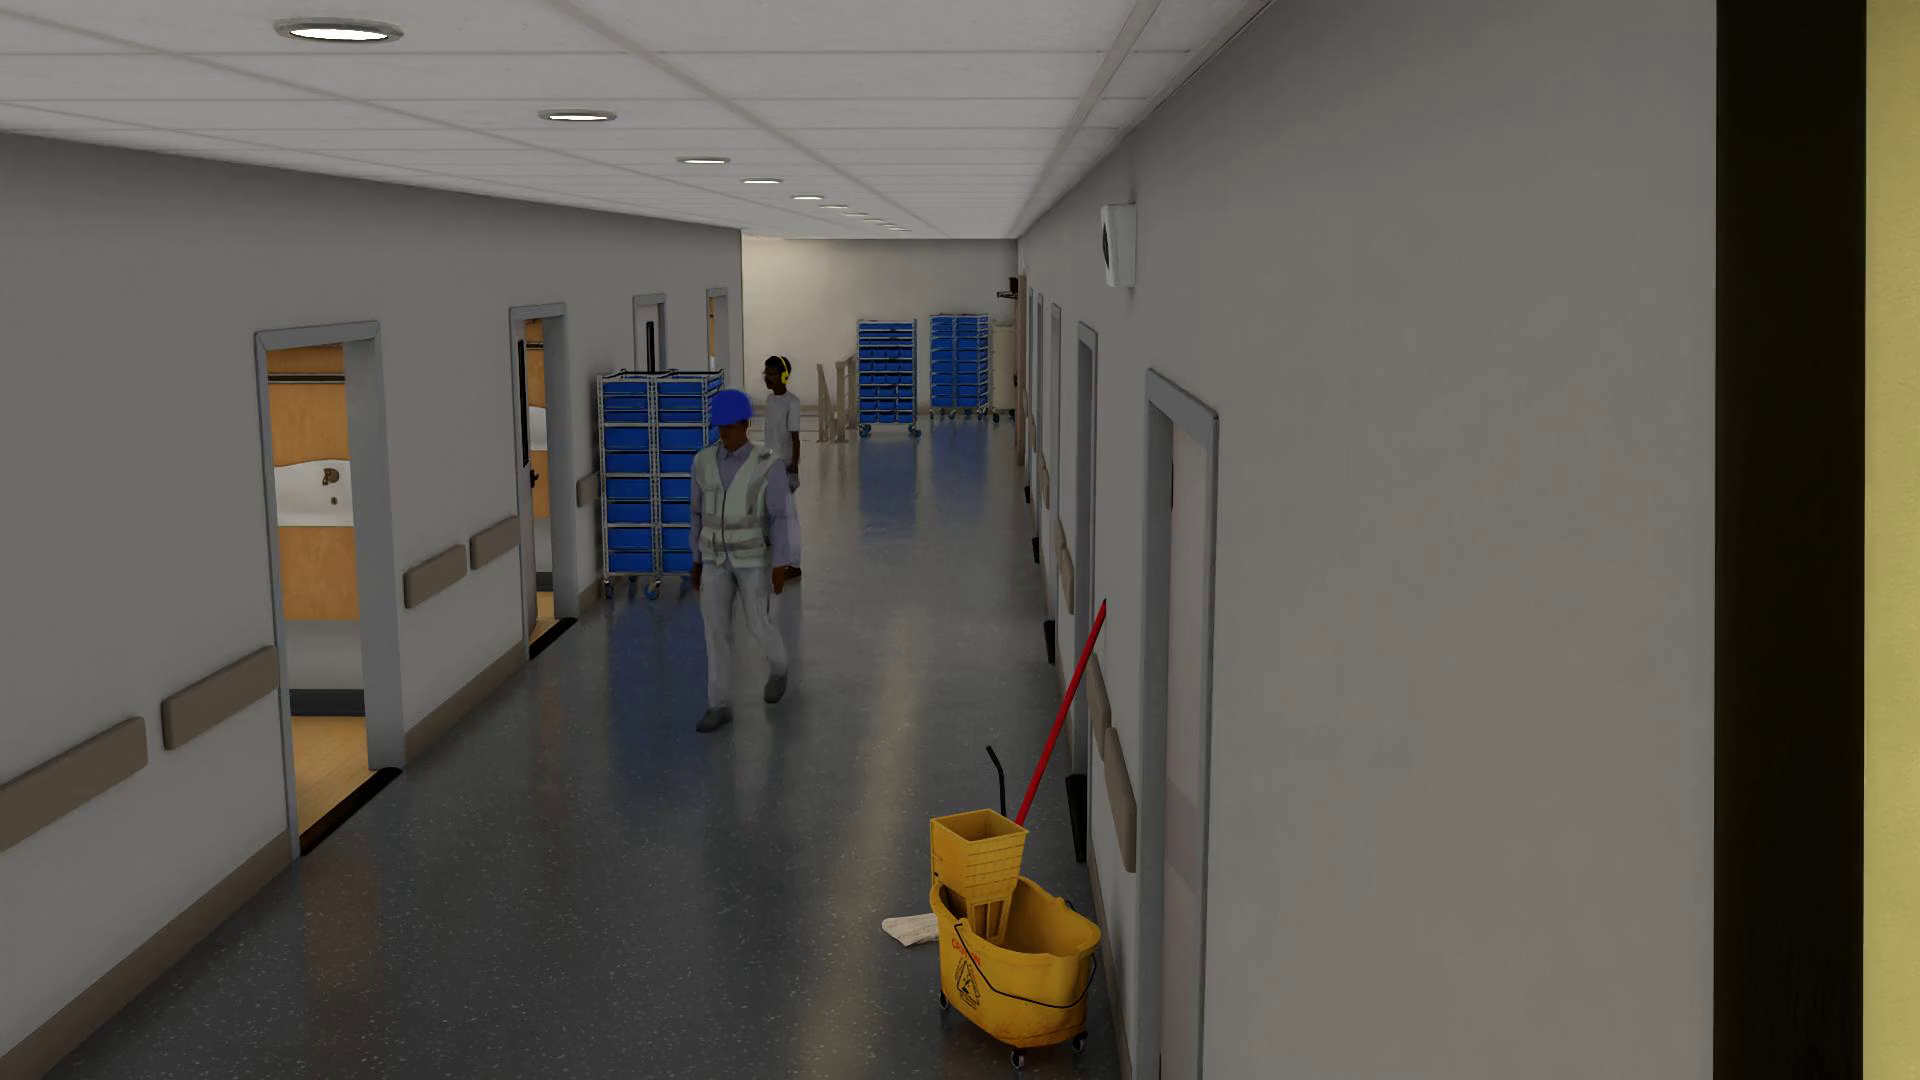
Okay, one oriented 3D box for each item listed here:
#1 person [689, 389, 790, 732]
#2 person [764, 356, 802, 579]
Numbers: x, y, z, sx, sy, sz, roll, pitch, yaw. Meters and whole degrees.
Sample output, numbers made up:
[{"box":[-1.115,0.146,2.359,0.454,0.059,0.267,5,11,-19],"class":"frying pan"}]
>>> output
[{"box":[-1.245,0.089,9.501,0.621,1.922,0.807,3,10,19],"class":"person"},{"box":[-1.492,-0.598,13.800,0.335,1.865,0.514,-6,11,-33],"class":"person"}]
